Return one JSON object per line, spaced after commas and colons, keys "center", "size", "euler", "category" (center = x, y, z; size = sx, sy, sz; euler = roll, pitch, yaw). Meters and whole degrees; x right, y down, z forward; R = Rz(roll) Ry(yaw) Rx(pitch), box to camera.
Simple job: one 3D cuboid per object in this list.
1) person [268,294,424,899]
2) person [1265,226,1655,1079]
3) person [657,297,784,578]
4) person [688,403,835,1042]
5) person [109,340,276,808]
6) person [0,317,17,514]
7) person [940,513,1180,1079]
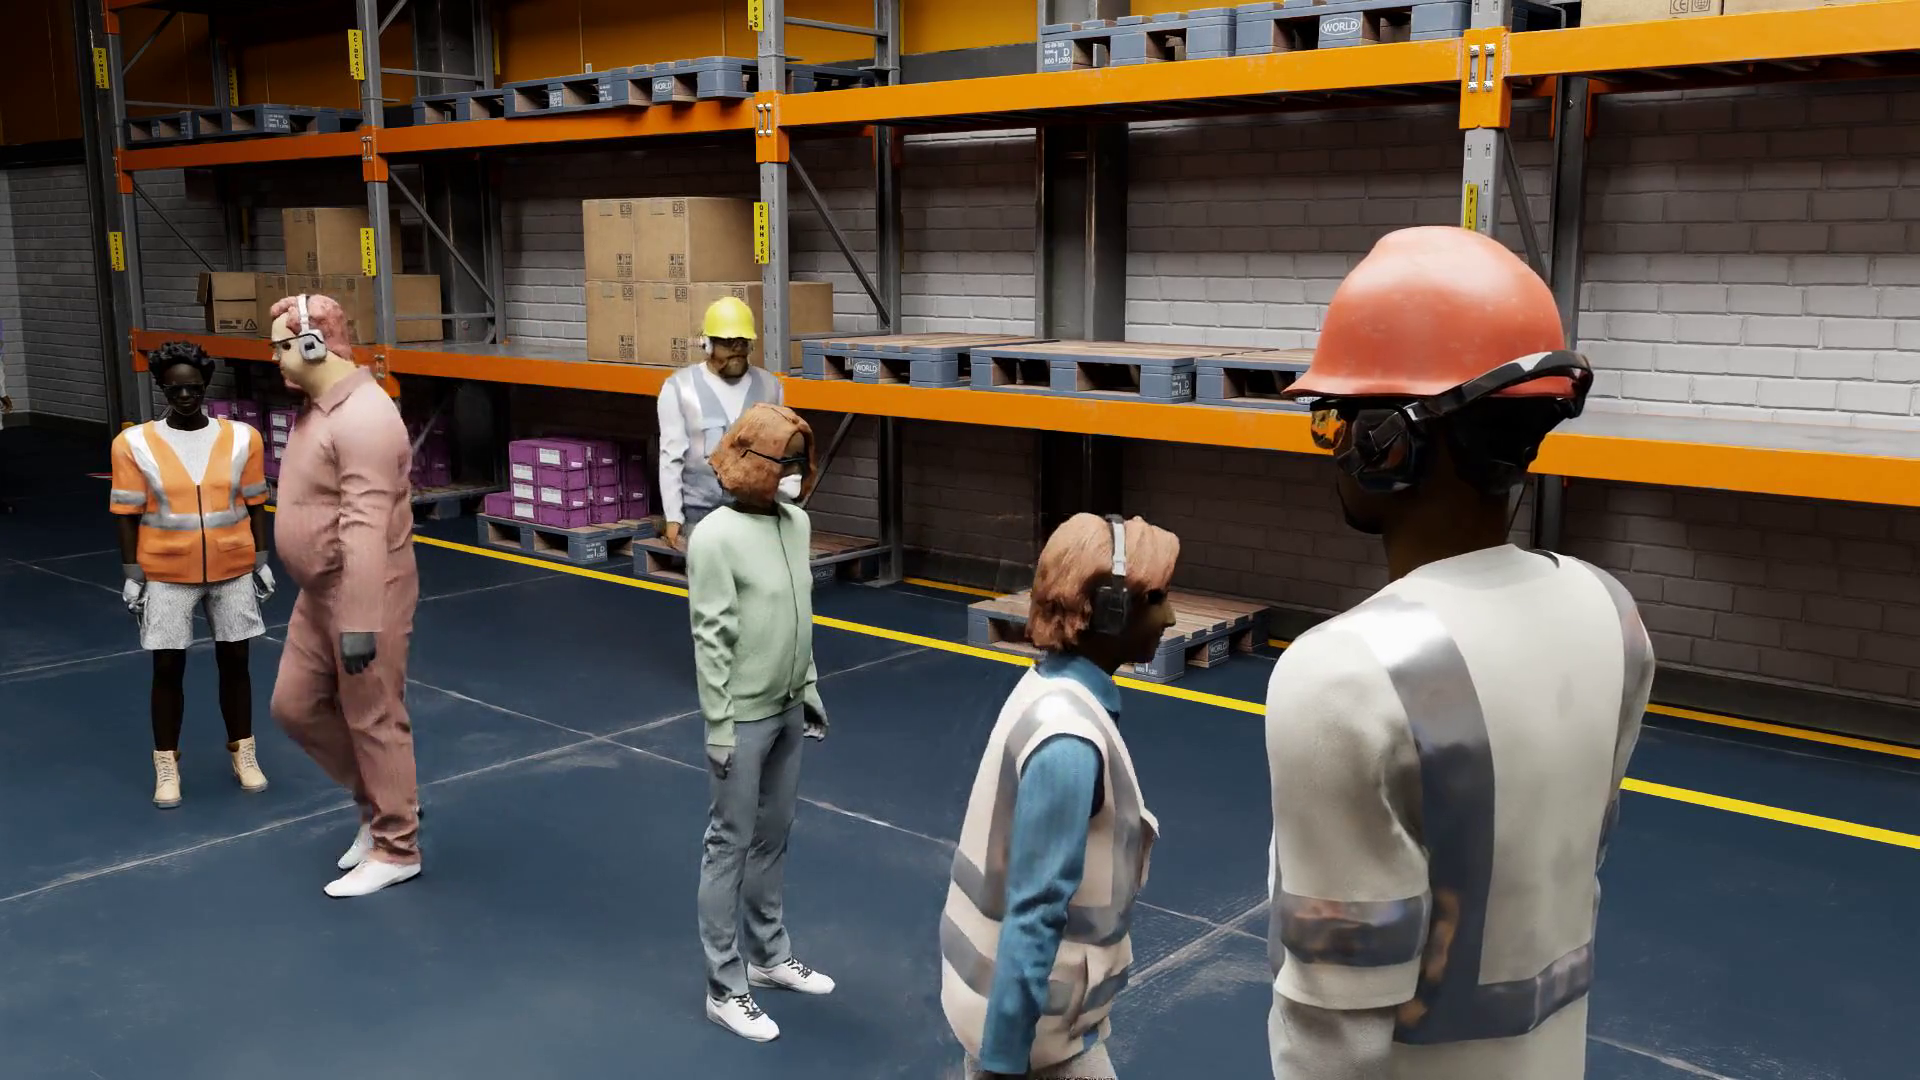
{"center": [-1.910, 0.189, 5.155], "size": [0.431, 1.879, 0.662], "euler": [-8, 13, -37], "category": "person"}
{"center": [0.502, 0.679, 1.906], "size": [0.615, 2.042, 0.374], "euler": [-9, 14, -43], "category": "person"}
{"center": [-0.995, -0.138, 7.215], "size": [0.612, 1.802, 0.732], "euler": [-4, 11, -23], "category": "person"}
{"center": [-0.513, 0.456, 4.341], "size": [0.279, 1.633, 0.498], "euler": [5, 11, 25], "category": "person"}
{"center": [-2.782, 0.120, 6.074], "size": [0.539, 1.695, 0.318], "euler": [-7, 12, -34], "category": "person"}
{"center": [-7.415, -1.132, 12.515], "size": [0.372, 1.939, 0.544], "euler": [5, 11, 28], "category": "person"}
{"center": [0.156, 0.761, 2.645], "size": [0.501, 1.607, 0.538], "euler": [0, 10, -1], "category": "person"}
